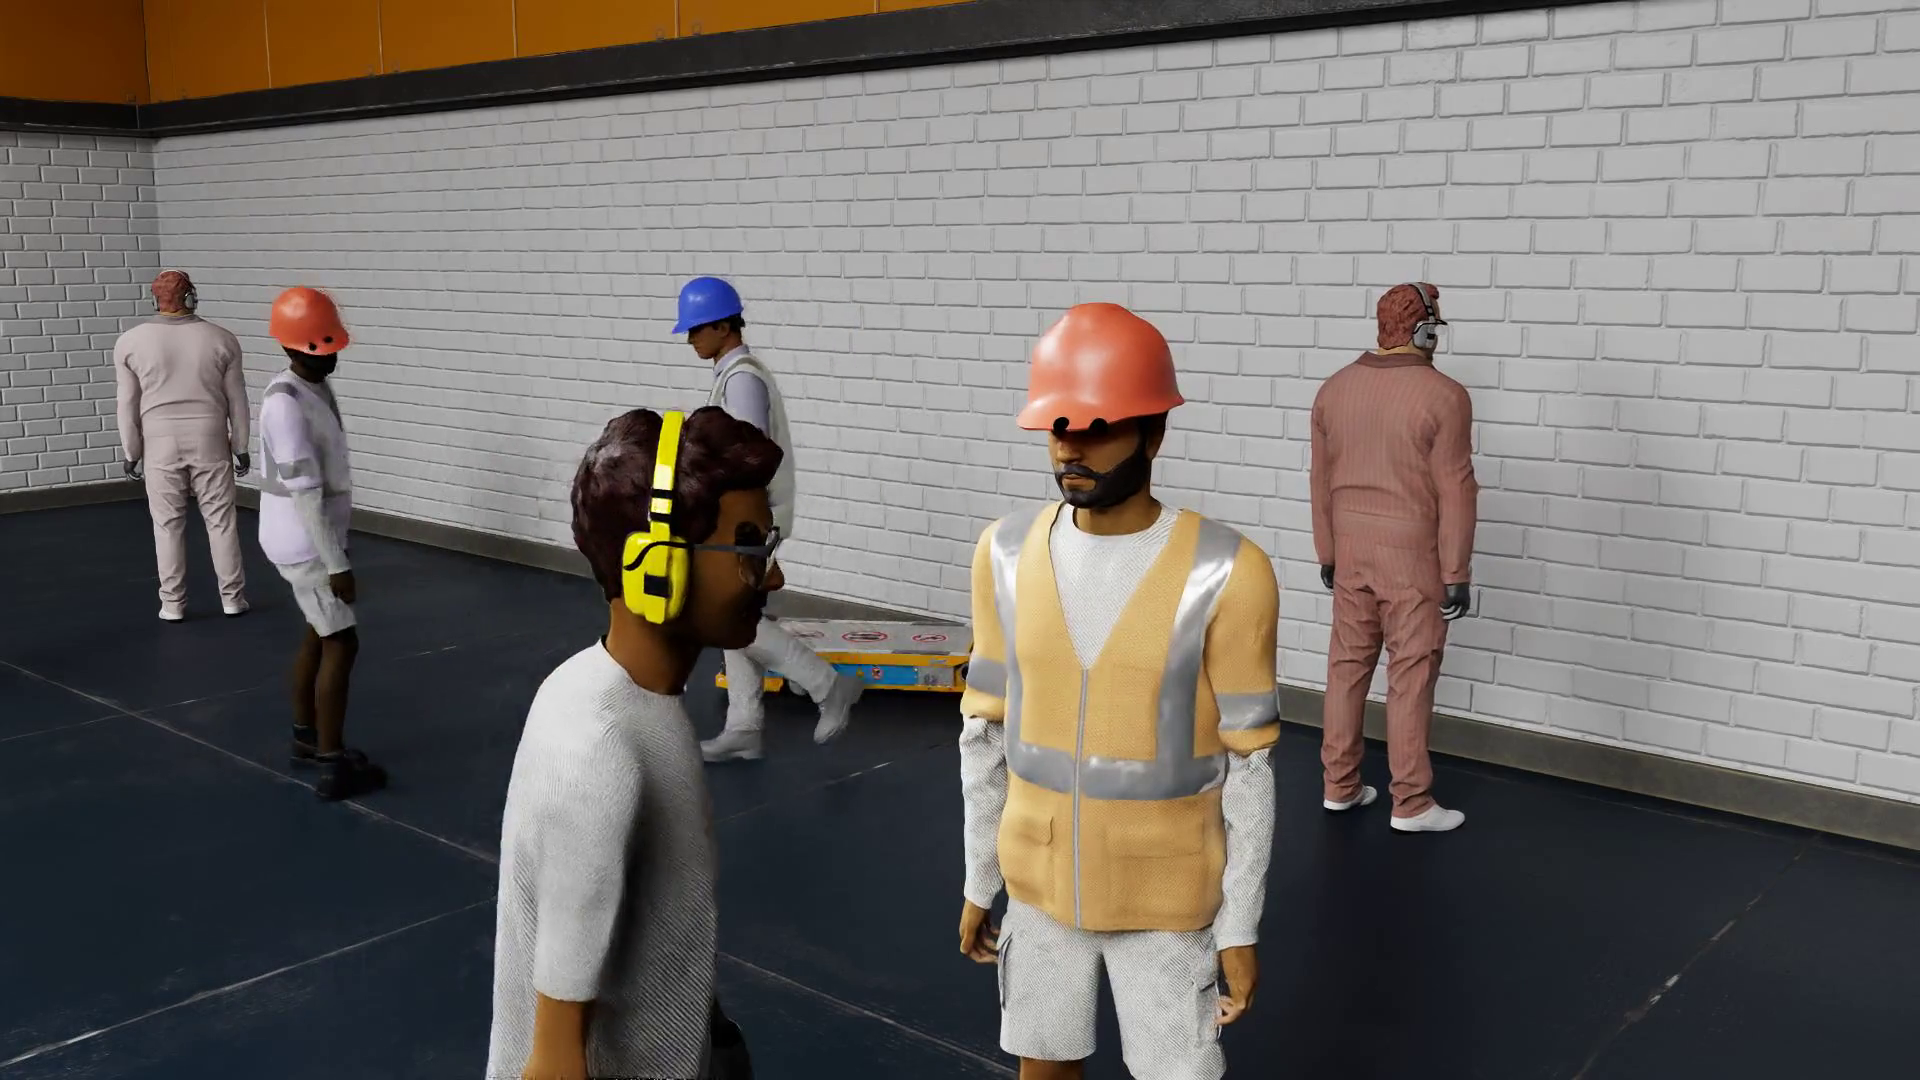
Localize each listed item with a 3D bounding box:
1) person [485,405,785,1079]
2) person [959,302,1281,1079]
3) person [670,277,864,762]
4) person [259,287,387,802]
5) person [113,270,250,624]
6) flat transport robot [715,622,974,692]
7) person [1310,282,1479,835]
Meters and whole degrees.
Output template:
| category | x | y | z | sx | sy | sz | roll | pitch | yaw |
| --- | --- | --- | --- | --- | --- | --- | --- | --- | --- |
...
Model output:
| category | x | y | z | sx | sy | sz | roll | pitch | yaw |
| --- | --- | --- | --- | --- | --- | --- | --- | --- | --- |
| person | -0.385 | 0.760 | 2.011 | 0.466 | 1.846 | 0.563 | -2 | 10 | -12 |
| person | 0.238 | 0.579 | 2.778 | 0.552 | 1.935 | 0.374 | 5 | 11 | 26 |
| person | -0.786 | -0.065 | 6.513 | 0.647 | 1.914 | 0.639 | -2 | 10 | -12 |
| person | -2.372 | 0.012 | 6.147 | 0.390 | 1.884 | 0.596 | -3 | 10 | -15 |
| person | -4.202 | -0.504 | 9.038 | 0.651 | 1.904 | 0.401 | -5 | 11 | -27 |
| flat transport robot | -0.358 | 0.542 | 7.732 | 1.431 | 0.197 | 0.652 | 1 | 10 | 7 |
| person | 1.528 | 0.062 | 5.811 | 0.400 | 1.907 | 0.644 | -8 | 12 | -37 |
